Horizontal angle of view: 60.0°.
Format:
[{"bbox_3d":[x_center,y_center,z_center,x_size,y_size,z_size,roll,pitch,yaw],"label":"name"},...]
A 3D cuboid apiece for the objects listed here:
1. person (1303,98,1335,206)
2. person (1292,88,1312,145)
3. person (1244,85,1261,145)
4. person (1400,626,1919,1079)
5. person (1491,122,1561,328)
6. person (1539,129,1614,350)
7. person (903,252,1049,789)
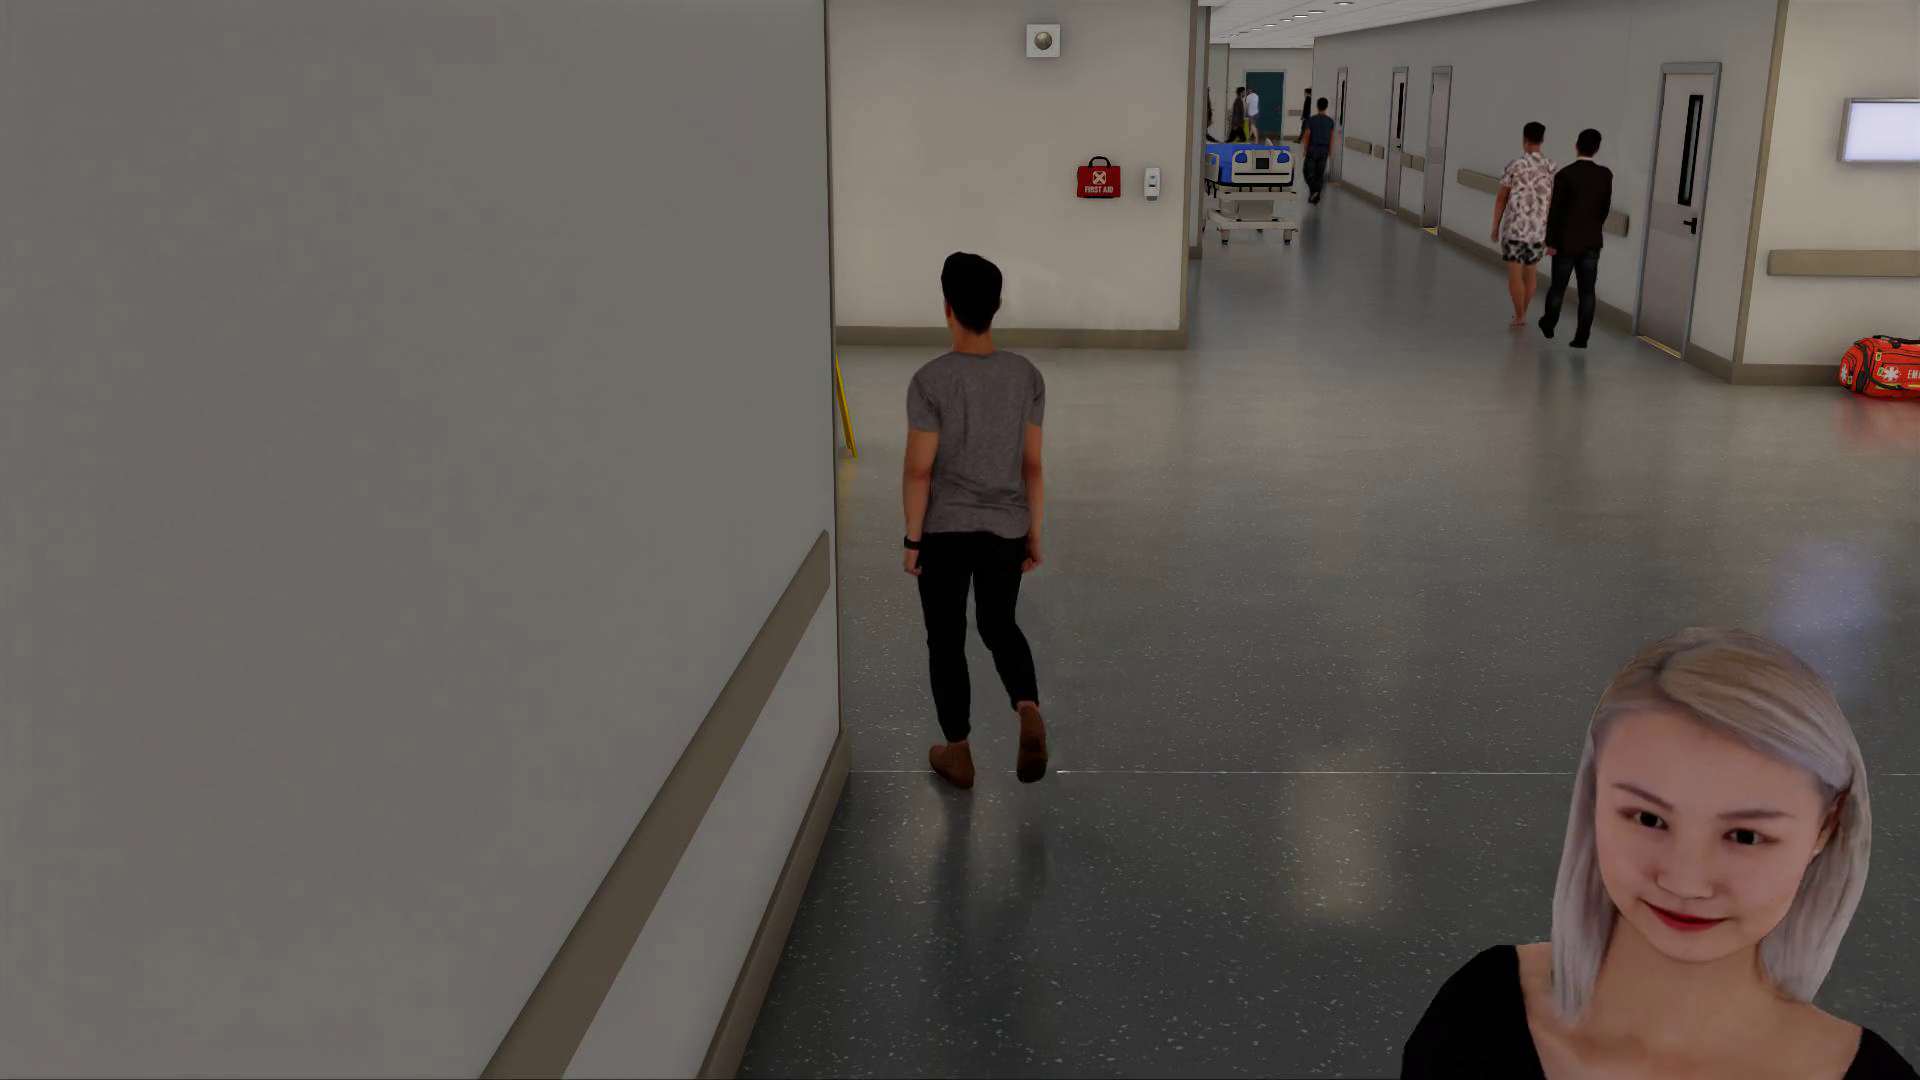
[{"bbox_3d":[6.164,-6.665,28.574,0.739,1.802,0.814,-2,16,-7],"label":"person"},{"bbox_3d":[11.065,-13.379,52.576,0.931,1.700,0.676,2,16,8],"label":"person"},{"bbox_3d":[9.242,-13.324,52.230,1.167,1.782,1.180,-11,19,-33],"label":"person"},{"bbox_3d":[0.605,0.934,1.592,0.681,1.817,0.765,9,18,28],"label":"person"},{"bbox_3d":[5.036,-2.765,14.765,0.912,1.789,0.779,1,16,2],"label":"person"},{"bbox_3d":[5.076,-2.397,13.540,1.134,1.745,0.796,0,16,0],"label":"person"},{"bbox_3d":[0.064,-0.011,5.141,0.863,1.710,0.867,-6,17,-21],"label":"person"}]
